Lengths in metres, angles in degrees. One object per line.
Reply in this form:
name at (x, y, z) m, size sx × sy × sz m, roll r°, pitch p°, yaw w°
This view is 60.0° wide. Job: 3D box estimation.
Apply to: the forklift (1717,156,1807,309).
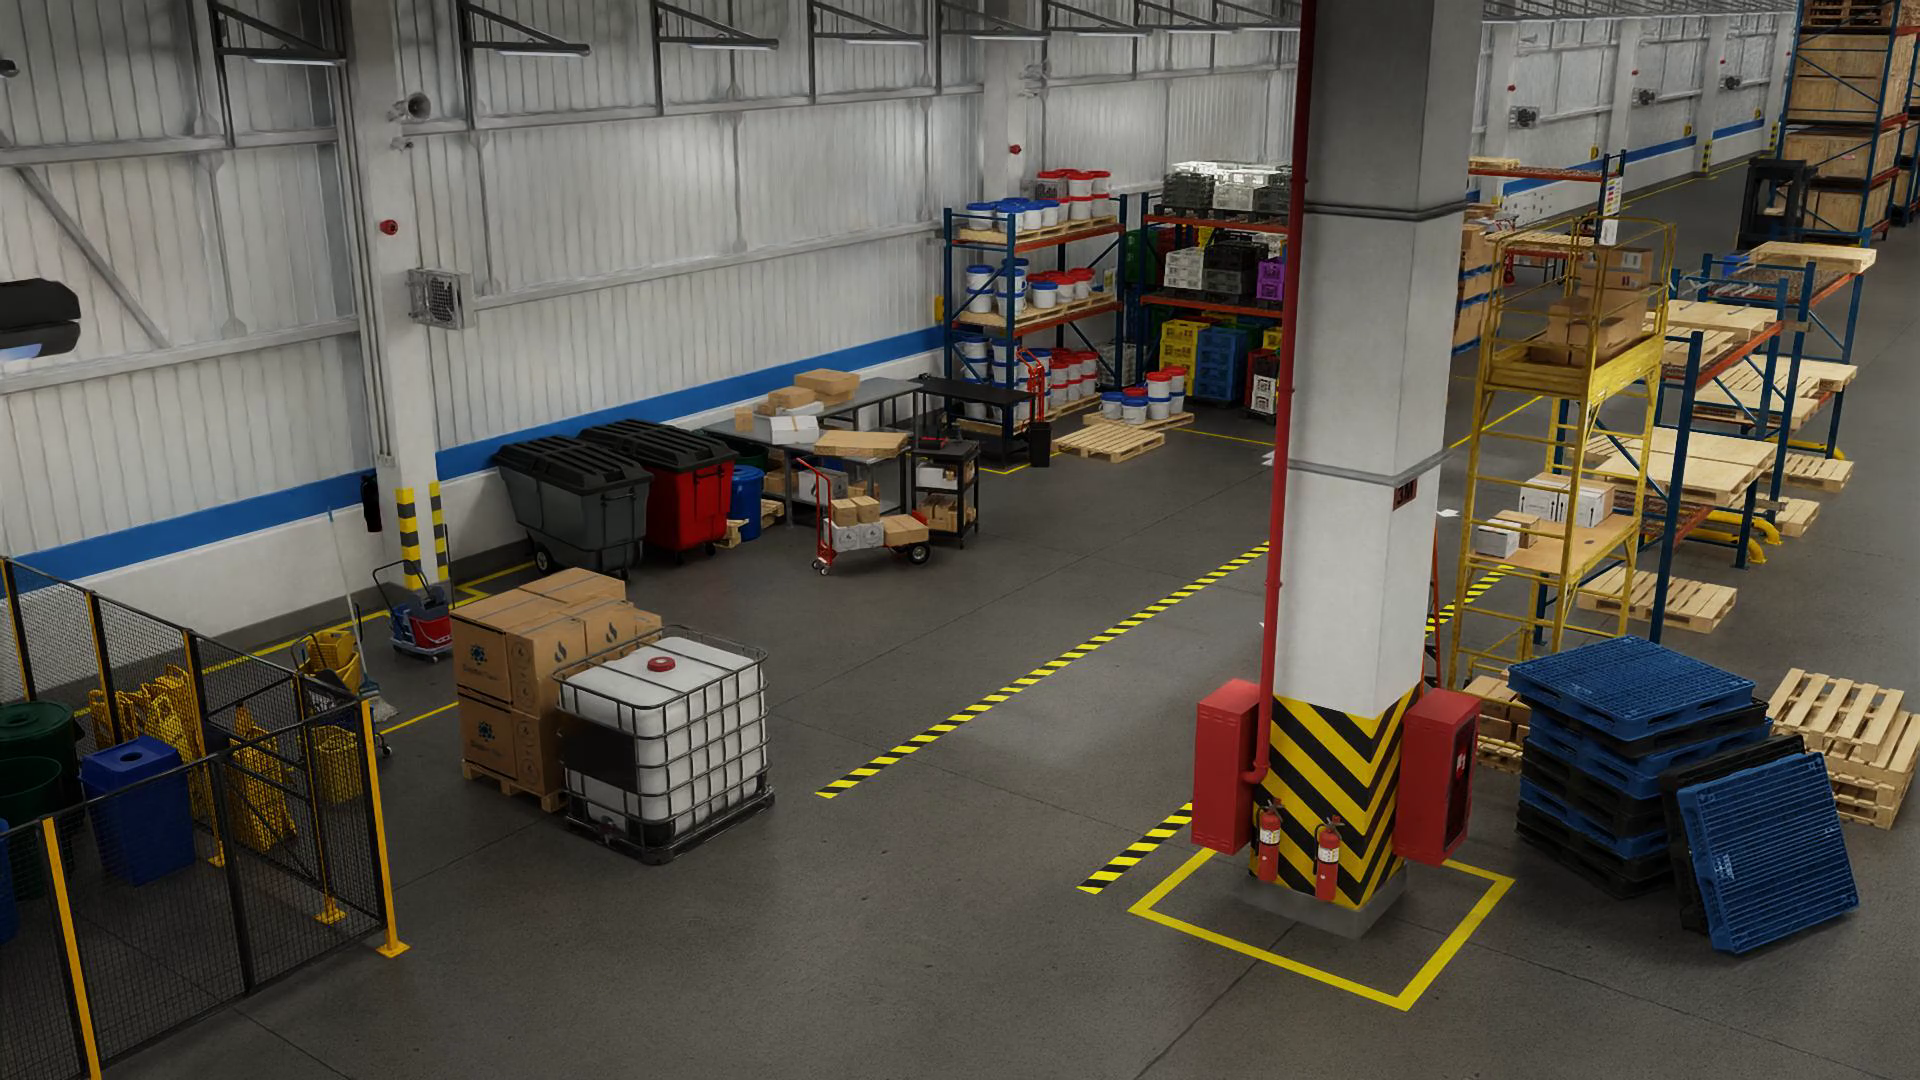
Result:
forklift at (15.173, -5.769, 31.275) m, size 1.129 × 2.768 × 1.873 m, roll 13°, pitch 22°, yaw 34°
